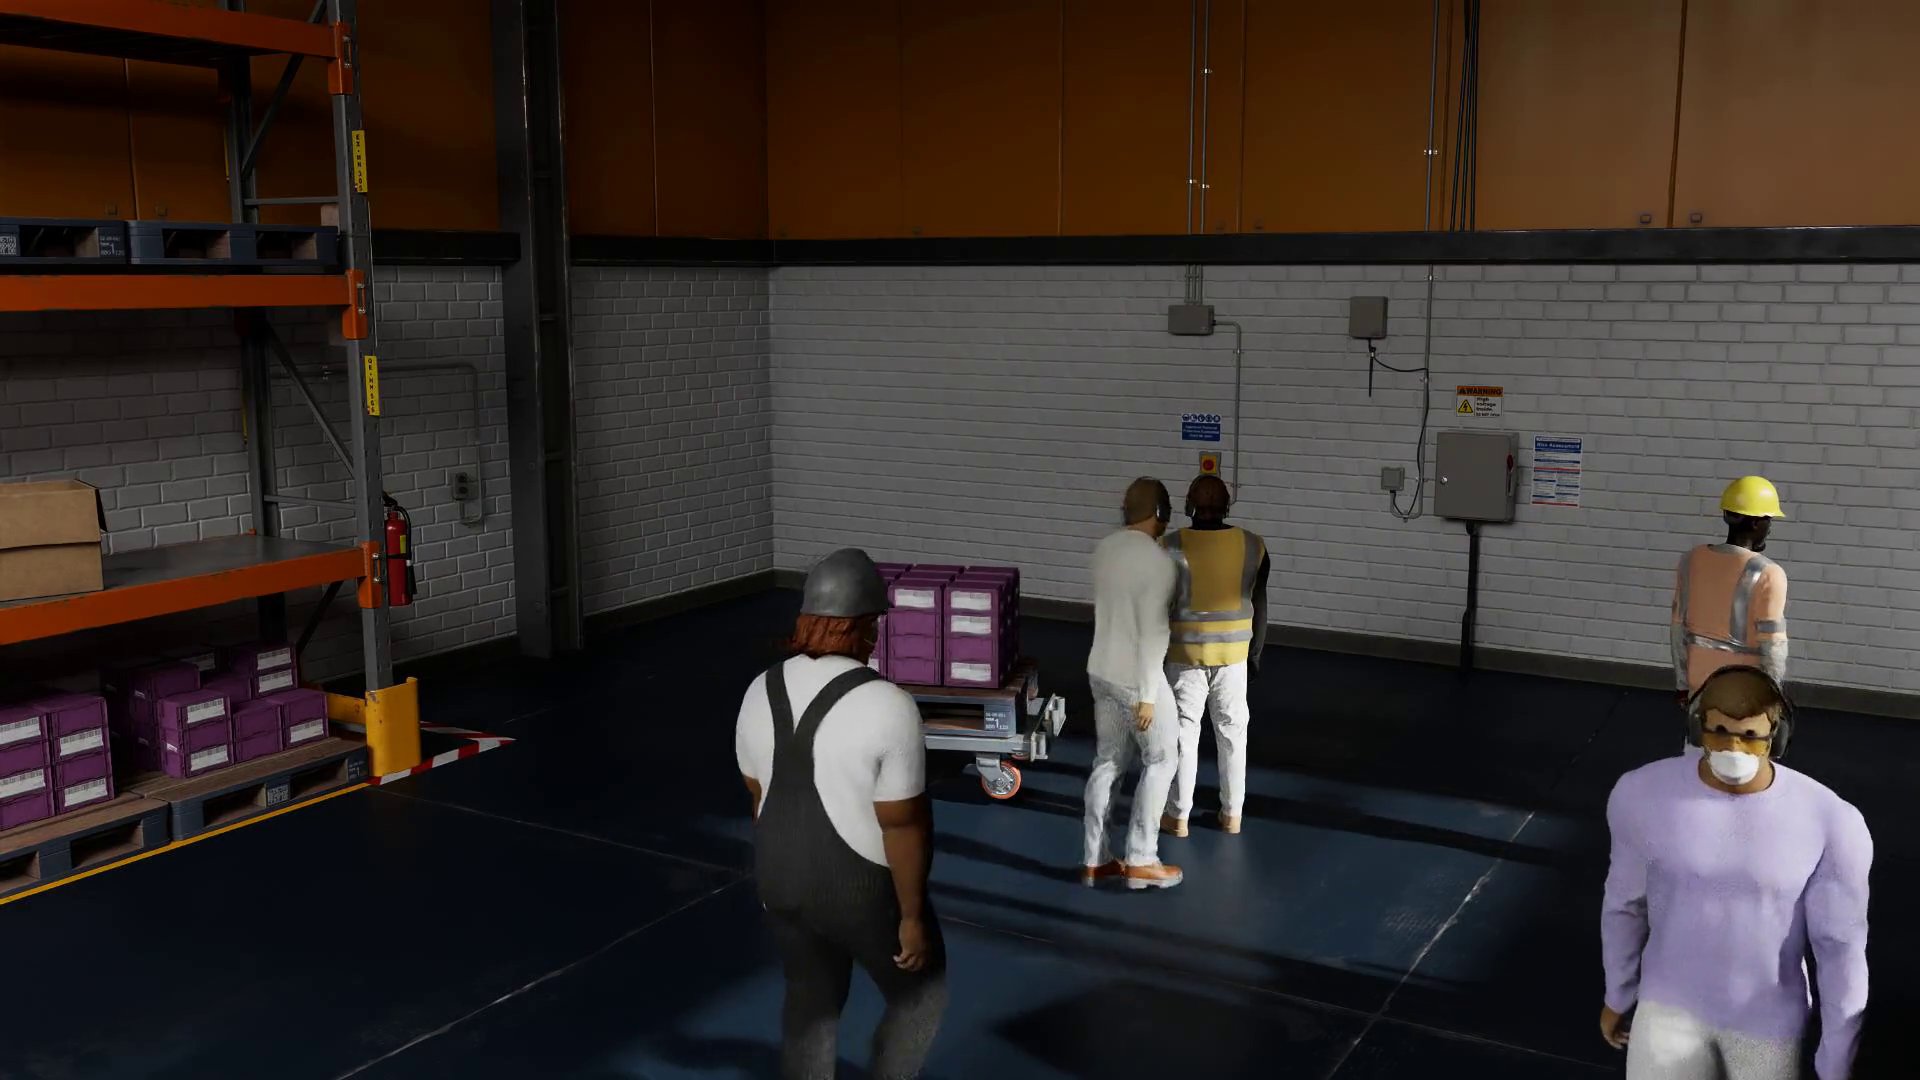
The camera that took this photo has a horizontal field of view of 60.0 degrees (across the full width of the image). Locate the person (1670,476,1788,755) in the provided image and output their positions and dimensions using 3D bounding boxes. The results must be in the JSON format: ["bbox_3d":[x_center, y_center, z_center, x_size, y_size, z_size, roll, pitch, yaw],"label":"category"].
[{"bbox_3d":[3.541,0.663,7.639,0.384,1.924,0.593,-4,10,-22],"label":"person"}]

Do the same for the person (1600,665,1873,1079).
[{"bbox_3d":[1.990,1.222,4.324,0.635,1.885,1.033,5,10,29],"label":"person"}]

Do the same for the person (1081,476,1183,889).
[{"bbox_3d":[0.777,0.661,7.716,0.521,1.900,0.647,-5,10,-29],"label":"person"}]

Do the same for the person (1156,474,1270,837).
[{"bbox_3d":[1.233,0.584,8.398,0.626,1.844,0.429,-1,9,-8],"label":"person"}]
